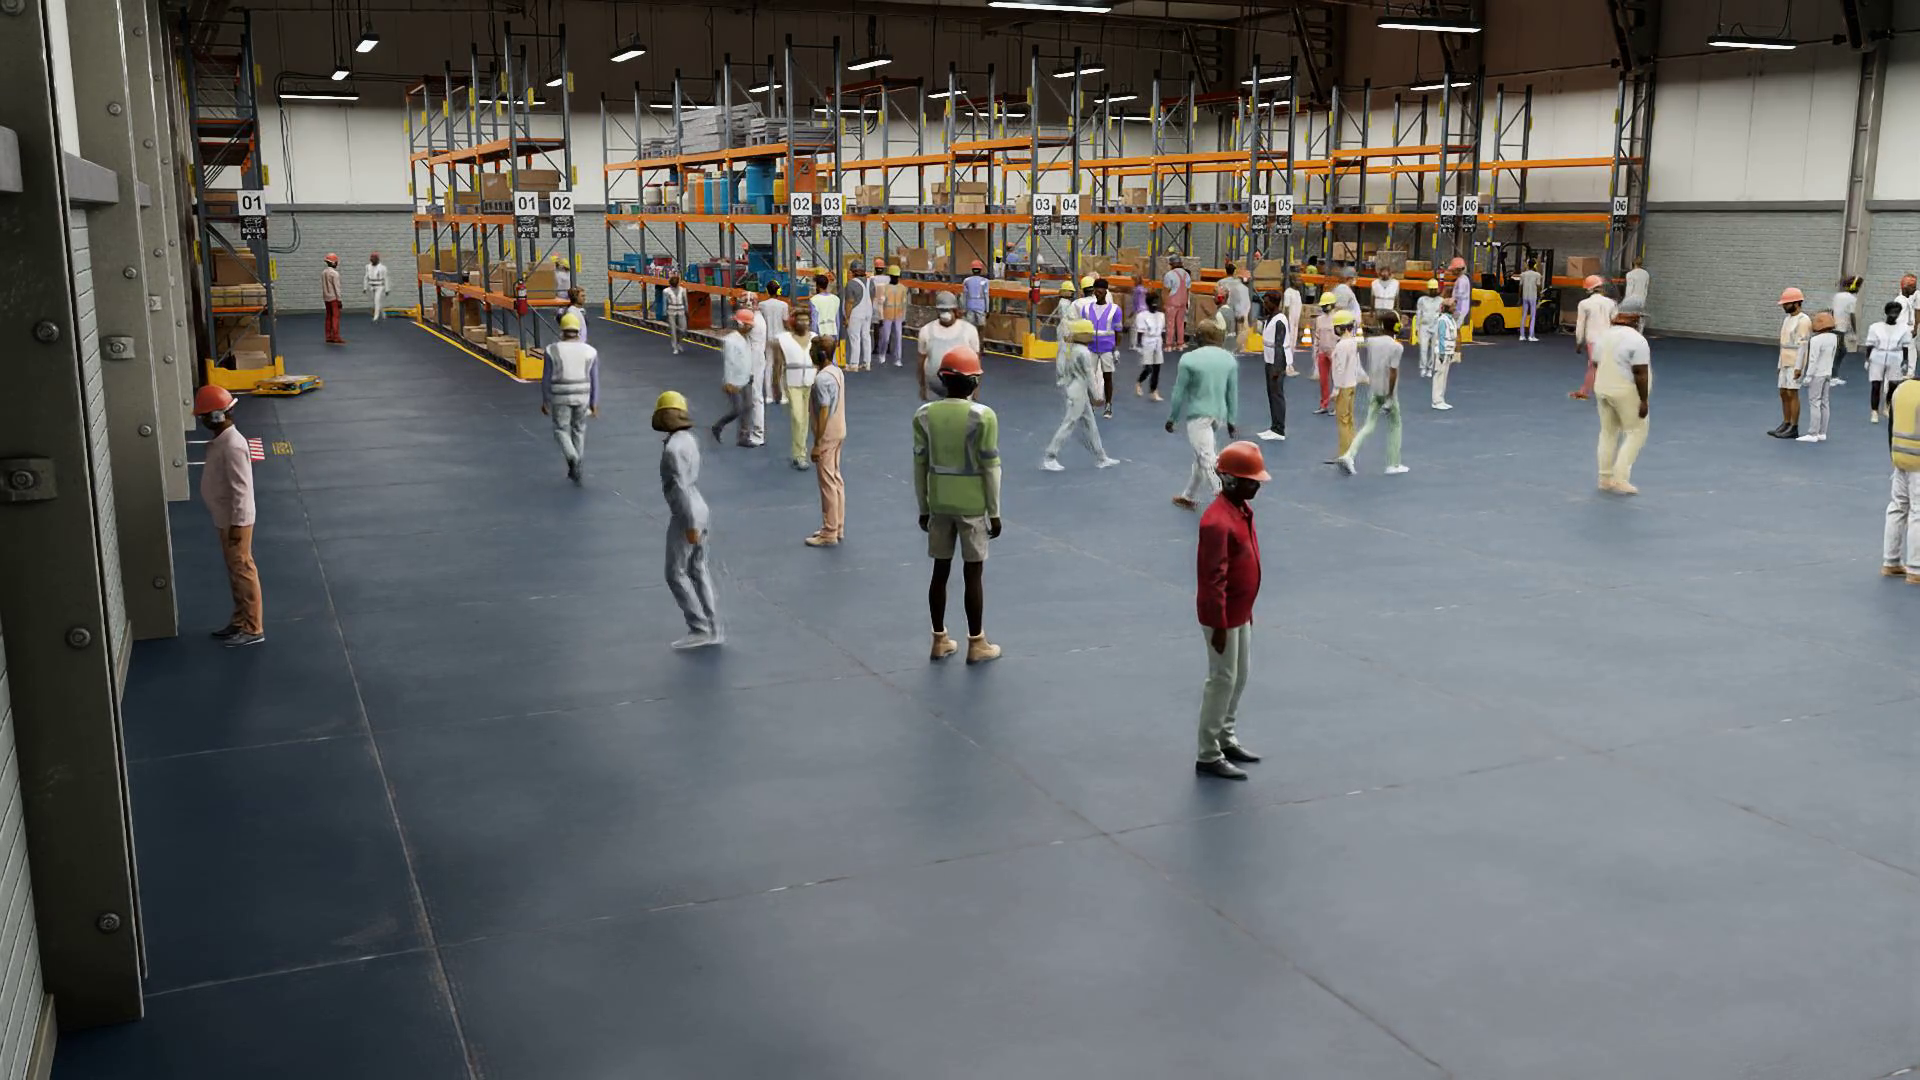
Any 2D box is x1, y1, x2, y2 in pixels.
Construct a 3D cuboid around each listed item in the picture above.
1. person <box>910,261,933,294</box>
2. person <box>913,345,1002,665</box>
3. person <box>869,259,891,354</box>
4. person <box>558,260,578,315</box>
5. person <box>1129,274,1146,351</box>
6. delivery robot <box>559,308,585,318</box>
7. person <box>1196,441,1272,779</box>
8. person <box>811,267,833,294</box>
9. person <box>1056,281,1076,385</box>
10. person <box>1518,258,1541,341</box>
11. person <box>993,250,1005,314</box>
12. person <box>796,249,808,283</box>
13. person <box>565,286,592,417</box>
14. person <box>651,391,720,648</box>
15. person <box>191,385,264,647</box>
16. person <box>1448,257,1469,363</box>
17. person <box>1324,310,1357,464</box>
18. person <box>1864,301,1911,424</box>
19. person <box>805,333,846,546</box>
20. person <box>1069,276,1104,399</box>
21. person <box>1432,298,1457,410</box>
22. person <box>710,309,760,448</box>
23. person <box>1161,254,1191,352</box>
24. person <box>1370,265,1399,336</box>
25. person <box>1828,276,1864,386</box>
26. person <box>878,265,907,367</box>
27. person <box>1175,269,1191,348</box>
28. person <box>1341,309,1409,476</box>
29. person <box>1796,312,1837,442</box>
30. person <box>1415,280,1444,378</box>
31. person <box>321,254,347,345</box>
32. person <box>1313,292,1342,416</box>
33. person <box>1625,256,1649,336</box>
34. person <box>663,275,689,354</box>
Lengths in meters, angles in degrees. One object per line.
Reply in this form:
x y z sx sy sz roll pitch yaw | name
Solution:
-1.029 -6.689 43.661 0.608 2.003 1.025 -3 12 -17 | person
-0.002 -0.225 10.663 0.605 2.045 0.385 6 13 29 | person
-1.642 -4.766 34.017 0.547 1.938 0.379 -3 12 -15 | person
-9.711 -6.105 41.369 0.572 1.713 0.664 -8 14 -35 | person
3.732 -4.797 34.985 0.388 1.613 0.534 3 11 13 | person
-10.021 -5.880 42.961 0.707 0.478 0.477 7 13 33 | delivery robot
1.397 0.354 8.506 0.354 1.737 0.574 5 12 23 | person
-2.899 -4.886 35.159 0.551 1.728 0.857 -5 12 -23 | person
1.775 -3.468 27.922 0.313 1.740 0.487 1 11 3 | person
12.865 -5.425 37.540 0.310 1.868 0.534 -10 15 -43 | person
0.986 -6.680 43.795 0.585 1.917 0.382 -9 14 -39 | person
-5.073 -8.279 52.384 0.574 1.737 0.354 -2 11 -9 | person
-5.427 -2.676 23.629 0.346 1.846 0.506 -3 12 -15 | person
-1.823 -0.135 11.067 0.480 1.701 0.503 2 11 9 | person
-4.897 -0.163 11.113 0.338 1.743 0.560 -7 13 -32 | person
9.556 -4.411 31.978 0.425 2.036 0.637 2 11 9 | person
4.394 -1.753 19.146 0.318 1.767 0.523 6 13 28 | person
12.691 -2.434 22.795 0.544 1.689 0.355 5 12 26 | person
-1.168 -0.865 14.425 0.345 1.847 0.508 2 11 11 | person
1.969 -3.059 25.421 0.603 1.920 0.398 0 11 1 | person
7.138 -2.742 24.489 0.315 1.640 0.515 6 13 29 | person
-2.745 -1.980 20.411 0.559 1.719 0.607 4 12 22 | person
4.460 -4.955 34.712 0.685 2.000 0.535 -9 14 -37 | person
8.611 -4.655 33.717 0.601 1.826 0.453 3 12 15 | person
14.672 -3.472 27.713 0.643 1.826 0.532 0 11 2 | person
-1.280 -4.238 31.405 0.599 1.908 0.638 -4 12 -20 | person
4.755 -4.934 35.510 0.320 1.686 0.542 -2 11 -10 | person
4.601 -1.611 18.251 0.897 1.838 0.512 -8 14 -35 | person
10.848 -2.054 21.010 0.499 1.633 0.289 -8 13 -34 | person
8.213 -3.665 28.987 0.508 1.701 0.849 2 11 10 | person
-13.771 -5.288 36.551 0.619 1.986 0.405 9 15 40 | person
5.262 -2.659 23.786 0.342 1.754 0.532 -8 14 -36 | person
14.613 -5.159 36.010 0.635 1.937 0.352 -6 13 -28 | person
-5.806 -4.613 34.026 0.542 1.624 0.379 -5 12 -23 | person
